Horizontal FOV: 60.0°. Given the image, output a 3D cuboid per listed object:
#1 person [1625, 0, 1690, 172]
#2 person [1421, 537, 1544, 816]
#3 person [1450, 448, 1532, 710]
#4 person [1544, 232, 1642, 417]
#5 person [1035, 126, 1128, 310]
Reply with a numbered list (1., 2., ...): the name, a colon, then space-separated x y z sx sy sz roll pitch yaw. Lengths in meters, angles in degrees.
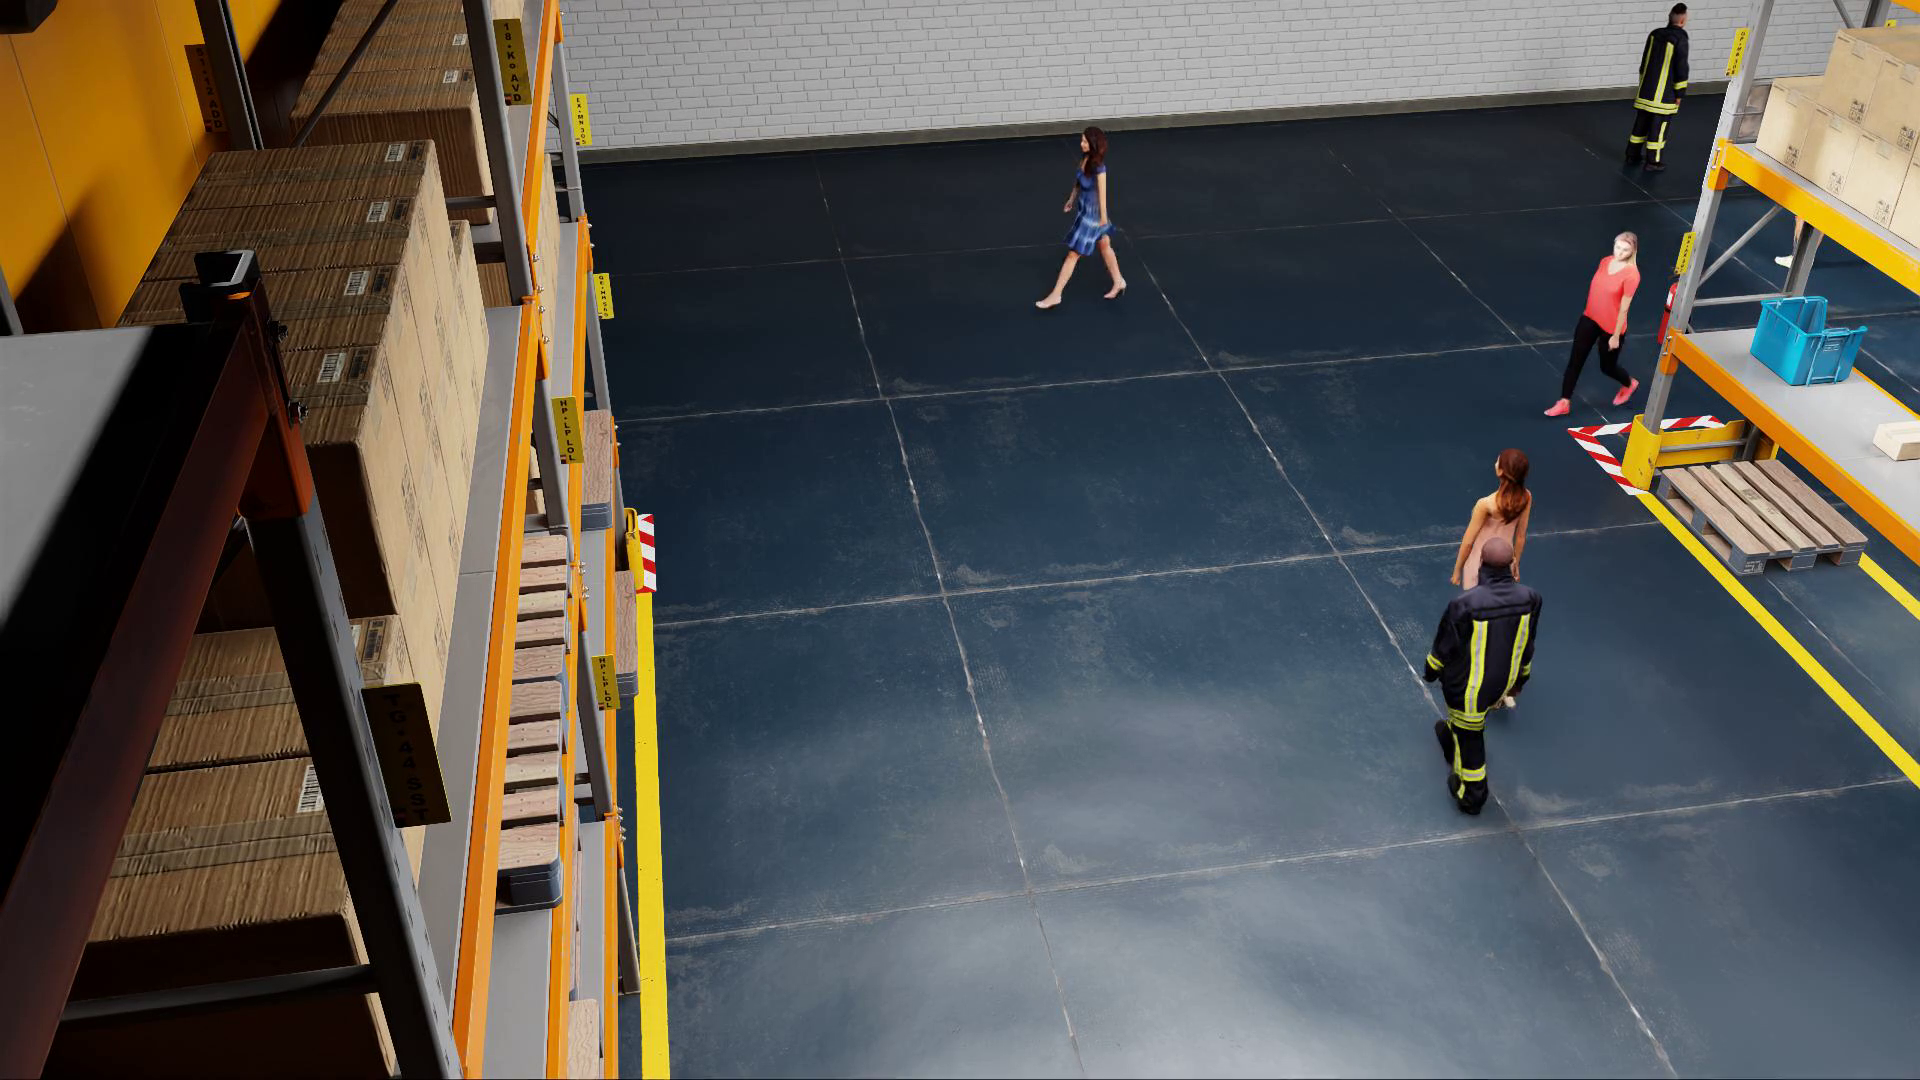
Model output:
1. person: 7.846 -5.090 18.626 0.905 1.865 0.754 -17 37 -23
2. person: 3.099 0.832 9.780 0.753 1.795 0.993 -8 34 -11
3. person: 3.417 0.269 10.623 0.752 1.799 1.148 -13 36 -19
4. person: 5.422 -1.768 13.802 0.872 1.674 1.063 -14 36 -20
5. person: 1.291 -2.983 15.562 0.692 1.749 1.089 -6 34 -10
